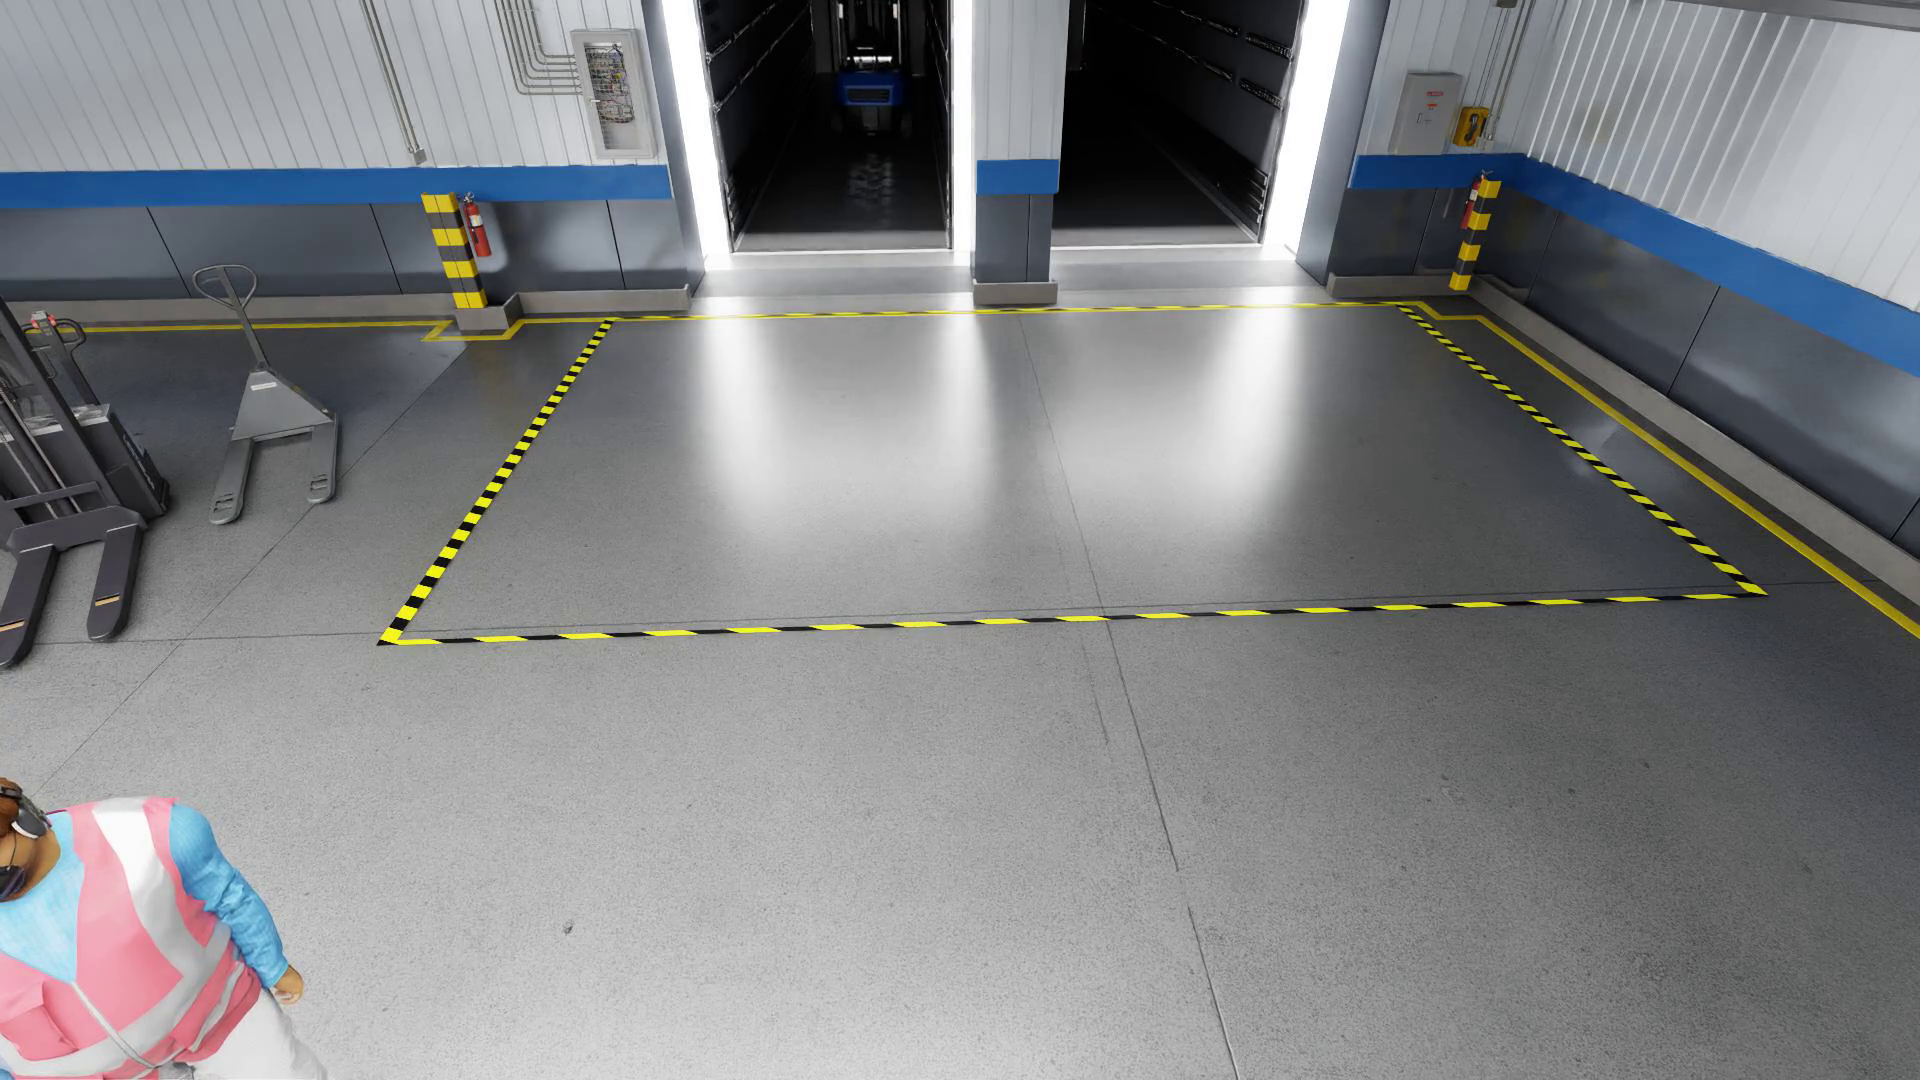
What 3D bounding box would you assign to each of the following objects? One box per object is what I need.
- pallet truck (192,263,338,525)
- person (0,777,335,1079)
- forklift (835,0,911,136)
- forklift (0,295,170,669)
[{"bbox_3d":[-4.778,-1.027,6.128,0.680,1.201,1.601,-17,38,-23],"label":"pallet truck"},{"bbox_3d":[-2.045,1.249,2.331,0.626,1.843,0.429,-29,44,-35],"label":"person"},{"bbox_3d":[-1.443,-8.075,15.281,1.157,2.036,2.680,0,35,0],"label":"forklift"},{"bbox_3d":[-5.212,-0.618,4.878,0.823,1.965,1.885,-20,39,-26],"label":"forklift"}]
